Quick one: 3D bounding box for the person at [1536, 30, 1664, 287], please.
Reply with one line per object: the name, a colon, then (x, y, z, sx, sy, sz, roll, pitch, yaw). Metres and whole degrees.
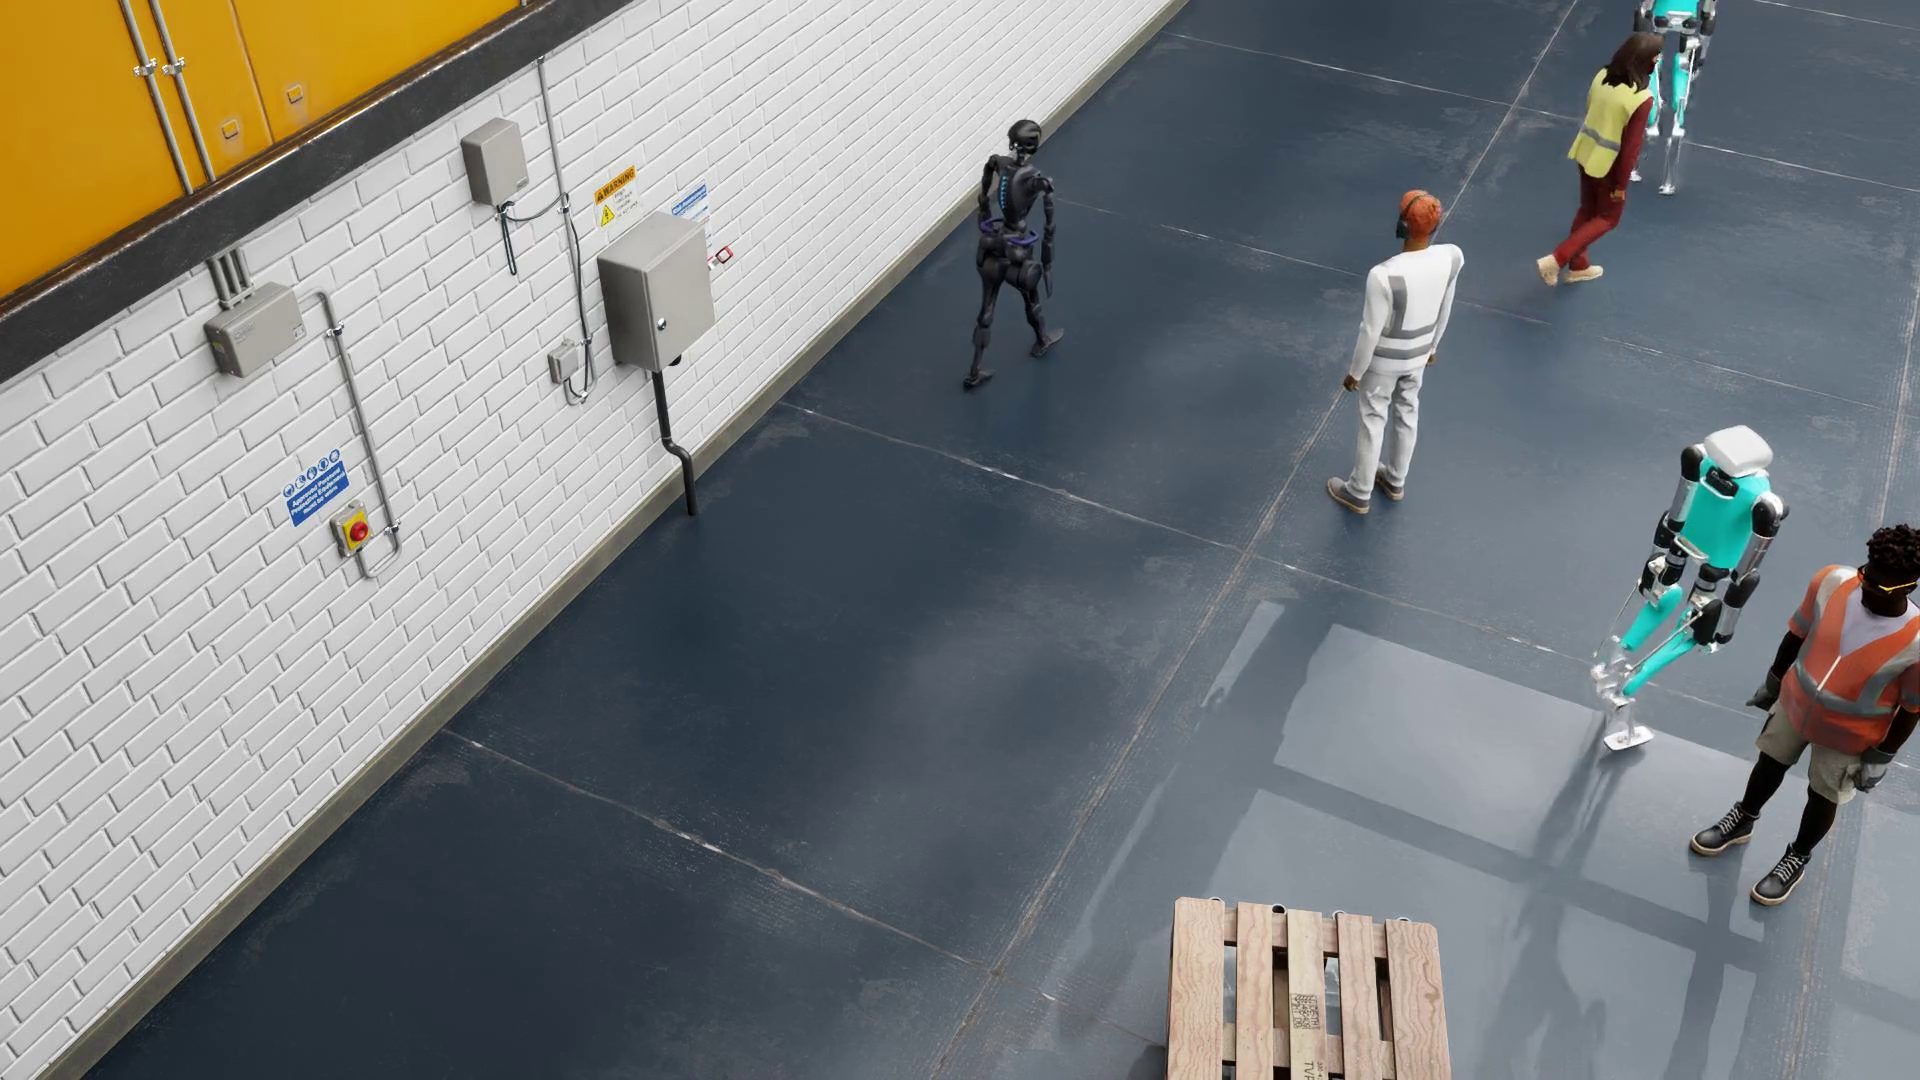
person: (3.998, -2.335, 10.409, 0.552, 1.753, 0.486, -15, 43, -17)

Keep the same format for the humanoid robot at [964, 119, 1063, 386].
humanoid robot: (0.301, -1.702, 9.769, 0.589, 1.624, 0.786, 28, 48, 28)

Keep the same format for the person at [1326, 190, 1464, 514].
person: (2.277, -0.963, 8.720, 0.579, 1.880, 0.346, -18, 44, -20)

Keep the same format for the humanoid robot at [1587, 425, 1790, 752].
humanoid robot: (3.062, 0.346, 7.362, 0.676, 1.858, 0.549, -16, 43, -17)

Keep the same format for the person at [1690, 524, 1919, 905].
person: (3.505, 0.709, 6.718, 0.365, 1.964, 0.609, -21, 45, -22)

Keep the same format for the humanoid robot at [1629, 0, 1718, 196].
humanoid robot: (4.902, -3.239, 11.480, 0.584, 1.790, 0.824, 8, 41, 9)
